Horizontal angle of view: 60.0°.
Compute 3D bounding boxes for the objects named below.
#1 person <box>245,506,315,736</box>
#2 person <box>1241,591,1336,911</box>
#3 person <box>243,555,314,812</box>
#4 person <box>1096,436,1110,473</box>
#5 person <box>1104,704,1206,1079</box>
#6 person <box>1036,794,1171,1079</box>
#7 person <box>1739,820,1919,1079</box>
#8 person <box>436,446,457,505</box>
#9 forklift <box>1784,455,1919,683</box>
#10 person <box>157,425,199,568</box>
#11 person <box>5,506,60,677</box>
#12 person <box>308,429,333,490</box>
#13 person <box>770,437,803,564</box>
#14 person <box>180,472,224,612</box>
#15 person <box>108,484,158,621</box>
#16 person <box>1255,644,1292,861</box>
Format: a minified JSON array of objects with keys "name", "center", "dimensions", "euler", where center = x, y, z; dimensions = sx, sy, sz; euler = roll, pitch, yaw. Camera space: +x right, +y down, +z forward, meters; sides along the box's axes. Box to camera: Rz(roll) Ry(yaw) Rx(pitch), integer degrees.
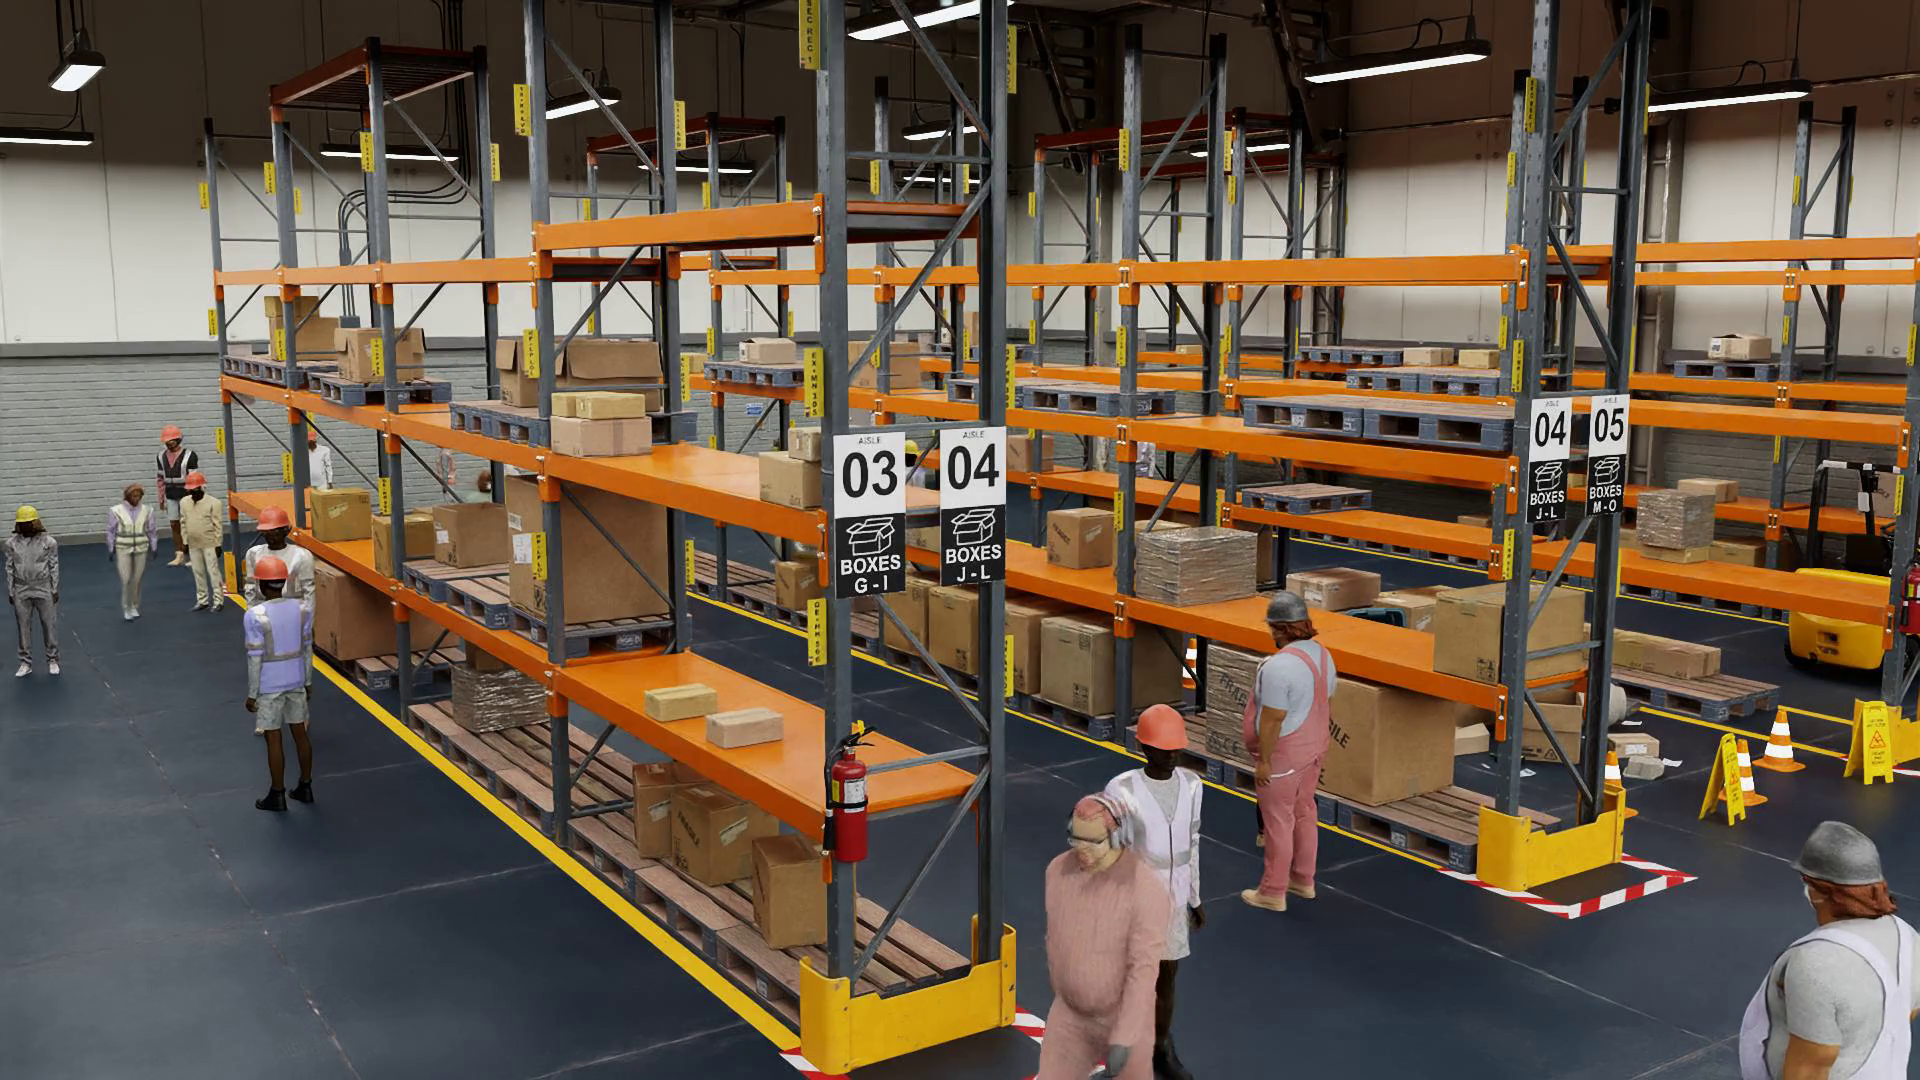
[{"name":"person","center":[-5.971,0.713,14.605],"dimensions":[0.605,2.045,0.381],"euler":[0,9,0]},{"name":"person","center":[2.066,1.315,10.605],"dimensions":[0.535,2.000,0.685],"euler":[8,11,42]},{"name":"person","center":[-5.147,1.074,12.553],"dimensions":[0.356,1.937,0.552],"euler":[5,10,32]},{"name":"person","center":[2.632,-1.470,30.501],"dimensions":[0.265,1.631,0.507],"euler":[0,9,2]},{"name":"person","center":[0.957,1.742,8.097],"dimensions":[0.543,1.939,0.362],"euler":[-4,9,-25]},{"name":"person","center":[0.520,1.976,6.842],"dimensions":[0.637,1.842,1.029],"euler":[6,10,34]},{"name":"person","center":[3.108,2.001,6.036],"dimensions":[0.689,2.000,0.538],"euler":[-5,10,-33]},{"name":"person","center":[-8.237,-0.892,26.676],"dimensions":[0.318,1.631,0.514],"euler":[-3,9,-17]},{"name":"forklift","center":[9.643,0.253,17.172],"dimensions":[2.313,2.155,1.214],"euler":[-6,10,-33]},{"name":"person","center":[-11.040,-0.613,23.482],"dimensions":[0.613,2.033,0.412],"euler":[1,9,7]},{"name":"person","center":[-9.425,0.516,16.917],"dimensions":[0.487,1.744,0.297],"euler":[-3,9,-19]},{"name":"person","center":[-10.338,-0.936,26.605],"dimensions":[0.577,1.737,0.355],"euler":[-3,9,-21]},{"name":"person","center":[-2.478,-0.537,23.551],"dimensions":[0.542,1.857,0.601],"euler":[-6,11,-37]},{"name":"person","center":[-9.218,0.029,20.199],"dimensions":[0.549,1.735,0.382],"euler":[2,9,14]},{"name":"person","center":[-9.807,0.147,19.764],"dimensions":[0.532,1.609,0.681],"euler":[-7,11,-39]},{"name":"person","center":[2.216,1.364,11.450],"dimensions":[0.319,1.690,0.540],"euler":[-3,9,-20]}]
